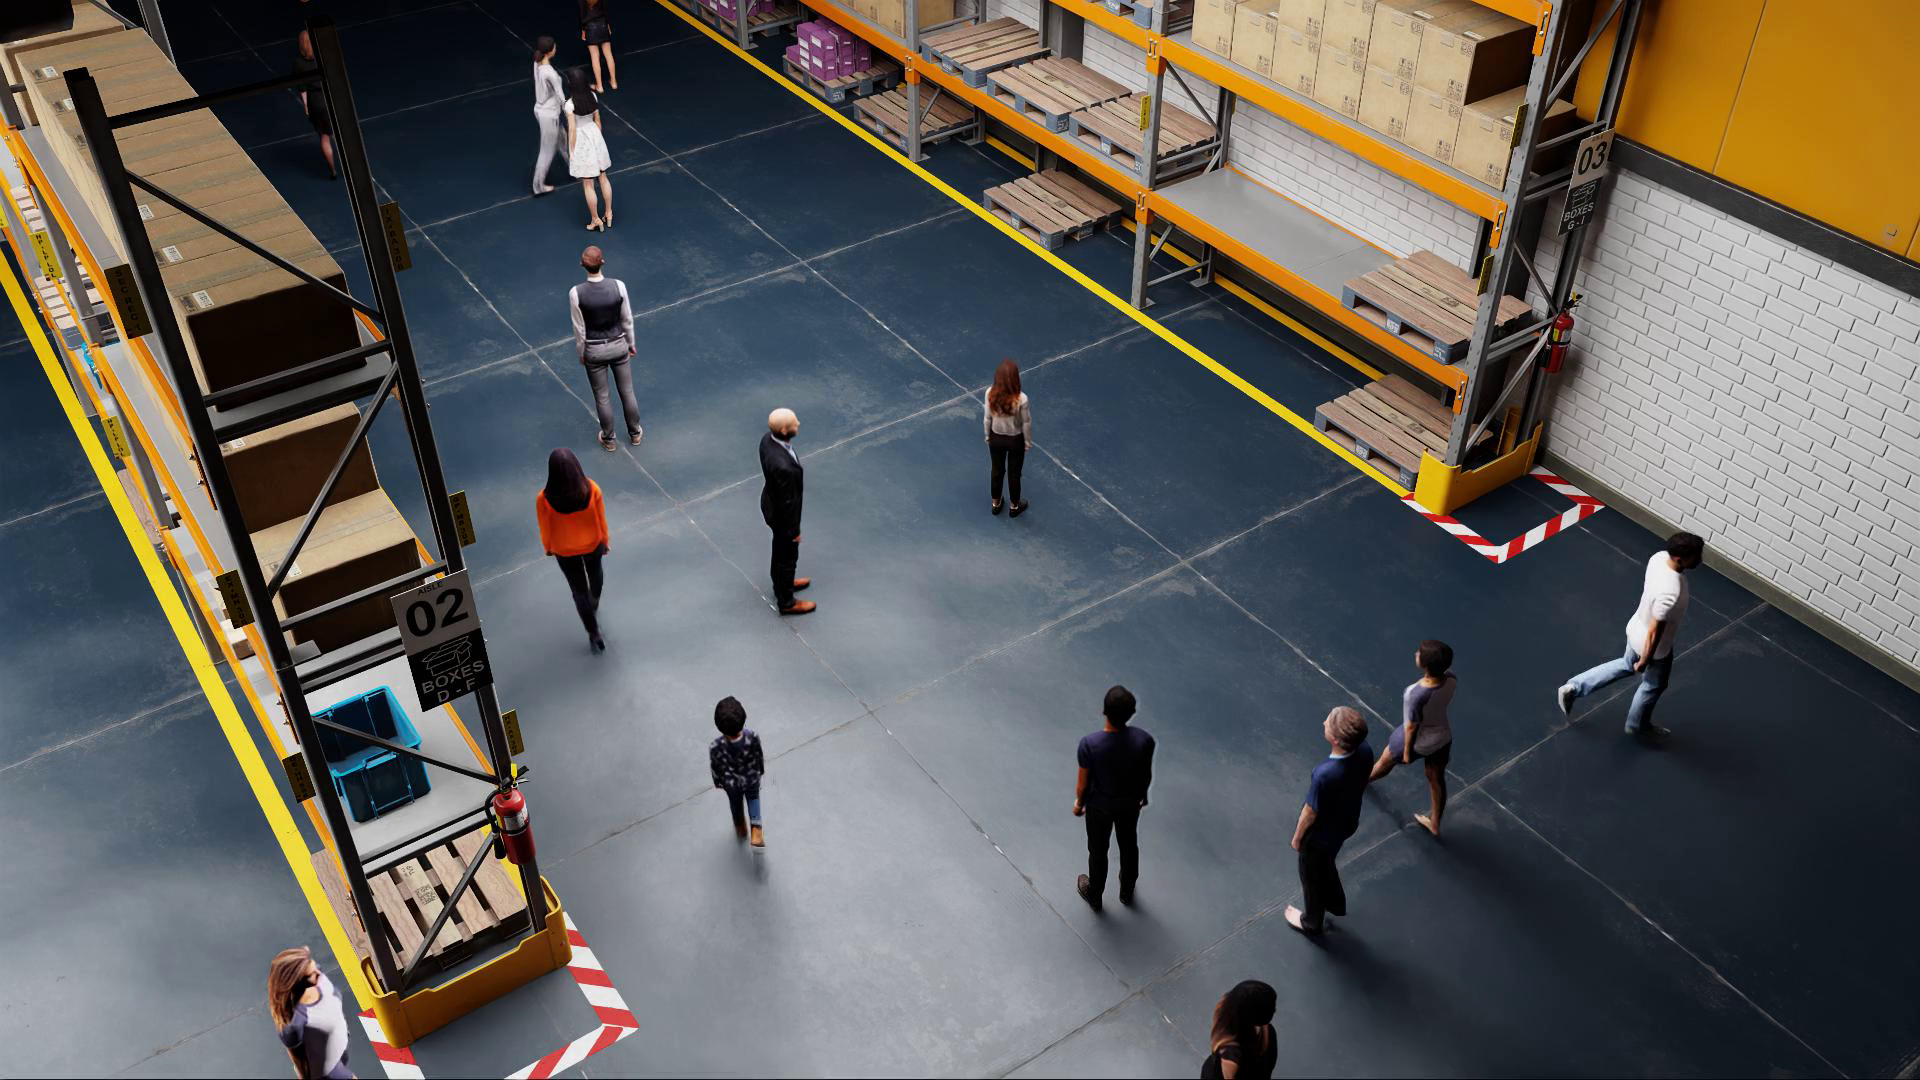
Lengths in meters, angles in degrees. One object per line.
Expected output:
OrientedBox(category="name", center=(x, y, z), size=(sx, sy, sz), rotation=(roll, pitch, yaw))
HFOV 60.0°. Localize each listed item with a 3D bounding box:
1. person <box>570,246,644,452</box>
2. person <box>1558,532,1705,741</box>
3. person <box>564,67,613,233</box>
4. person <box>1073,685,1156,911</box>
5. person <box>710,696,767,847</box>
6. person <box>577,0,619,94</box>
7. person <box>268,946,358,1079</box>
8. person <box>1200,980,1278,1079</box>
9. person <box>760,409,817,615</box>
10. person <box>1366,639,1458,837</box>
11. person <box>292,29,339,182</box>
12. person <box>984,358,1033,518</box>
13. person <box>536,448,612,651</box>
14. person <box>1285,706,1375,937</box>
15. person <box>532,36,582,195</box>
OrientedBox(category="person", center=(-3.008, -1.633, 14.143), size=(0.718, 1.938, 0.658), rotation=(-13, 40, -15))
OrientedBox(category="person", center=(4.632, 0.652, 11.368), size=(1.123, 1.832, 1.092), rotation=(4, 39, 5))
OrientedBox(category="person", center=(-3.881, -4.064, 17.320), size=(0.714, 1.774, 0.713), rotation=(28, 47, 31))
OrientedBox(category="person", center=(0.942, 1.600, 10.212), size=(0.714, 1.793, 0.682), rotation=(-7, 39, -9))
OrientedBox(category="person", center=(-1.413, 1.529, 10.742), size=(0.627, 1.243, 0.767), rotation=(-10, 40, -12))
OrientedBox(category="person", center=(-4.417, -6.220, 20.195), size=(0.561, 1.555, 0.559), rotation=(-19, 42, -22))
OrientedBox(category="person", center=(-3.474, 2.747, 8.852), size=(1.033, 1.698, 1.071), rotation=(-1, 39, -1))
OrientedBox(category="person", center=(1.408, 2.865, 8.691), size=(0.805, 1.713, 0.739), rotation=(5, 39, 6))
OrientedBox(category="person", center=(-1.328, -0.225, 12.494), size=(0.804, 1.797, 0.629), rotation=(-11, 40, -13))
OrientedBox(category="person", center=(3.063, 1.316, 10.783), size=(0.620, 1.524, 1.008), rotation=(-19, 43, -23))
OrientedBox(category="person", center=(-6.971, -4.755, 18.240), size=(0.639, 1.704, 0.592), rotation=(-12, 40, -15))
OrientedBox(category="person", center=(0.382, -0.824, 13.495), size=(0.597, 1.484, 0.678), rotation=(11, 40, 14))
OrientedBox(category="person", center=(-2.757, 0.110, 12.132), size=(0.720, 1.726, 0.958), rotation=(-17, 42, -20))
OrientedBox(category="person", center=(2.297, 1.752, 9.970), size=(0.718, 1.857, 0.707), rotation=(-31, 48, -33))
OrientedBox(category="person", center=(-4.496, -4.521, 17.927), size=(0.702, 1.729, 0.922), rotation=(-24, 44, -27))
